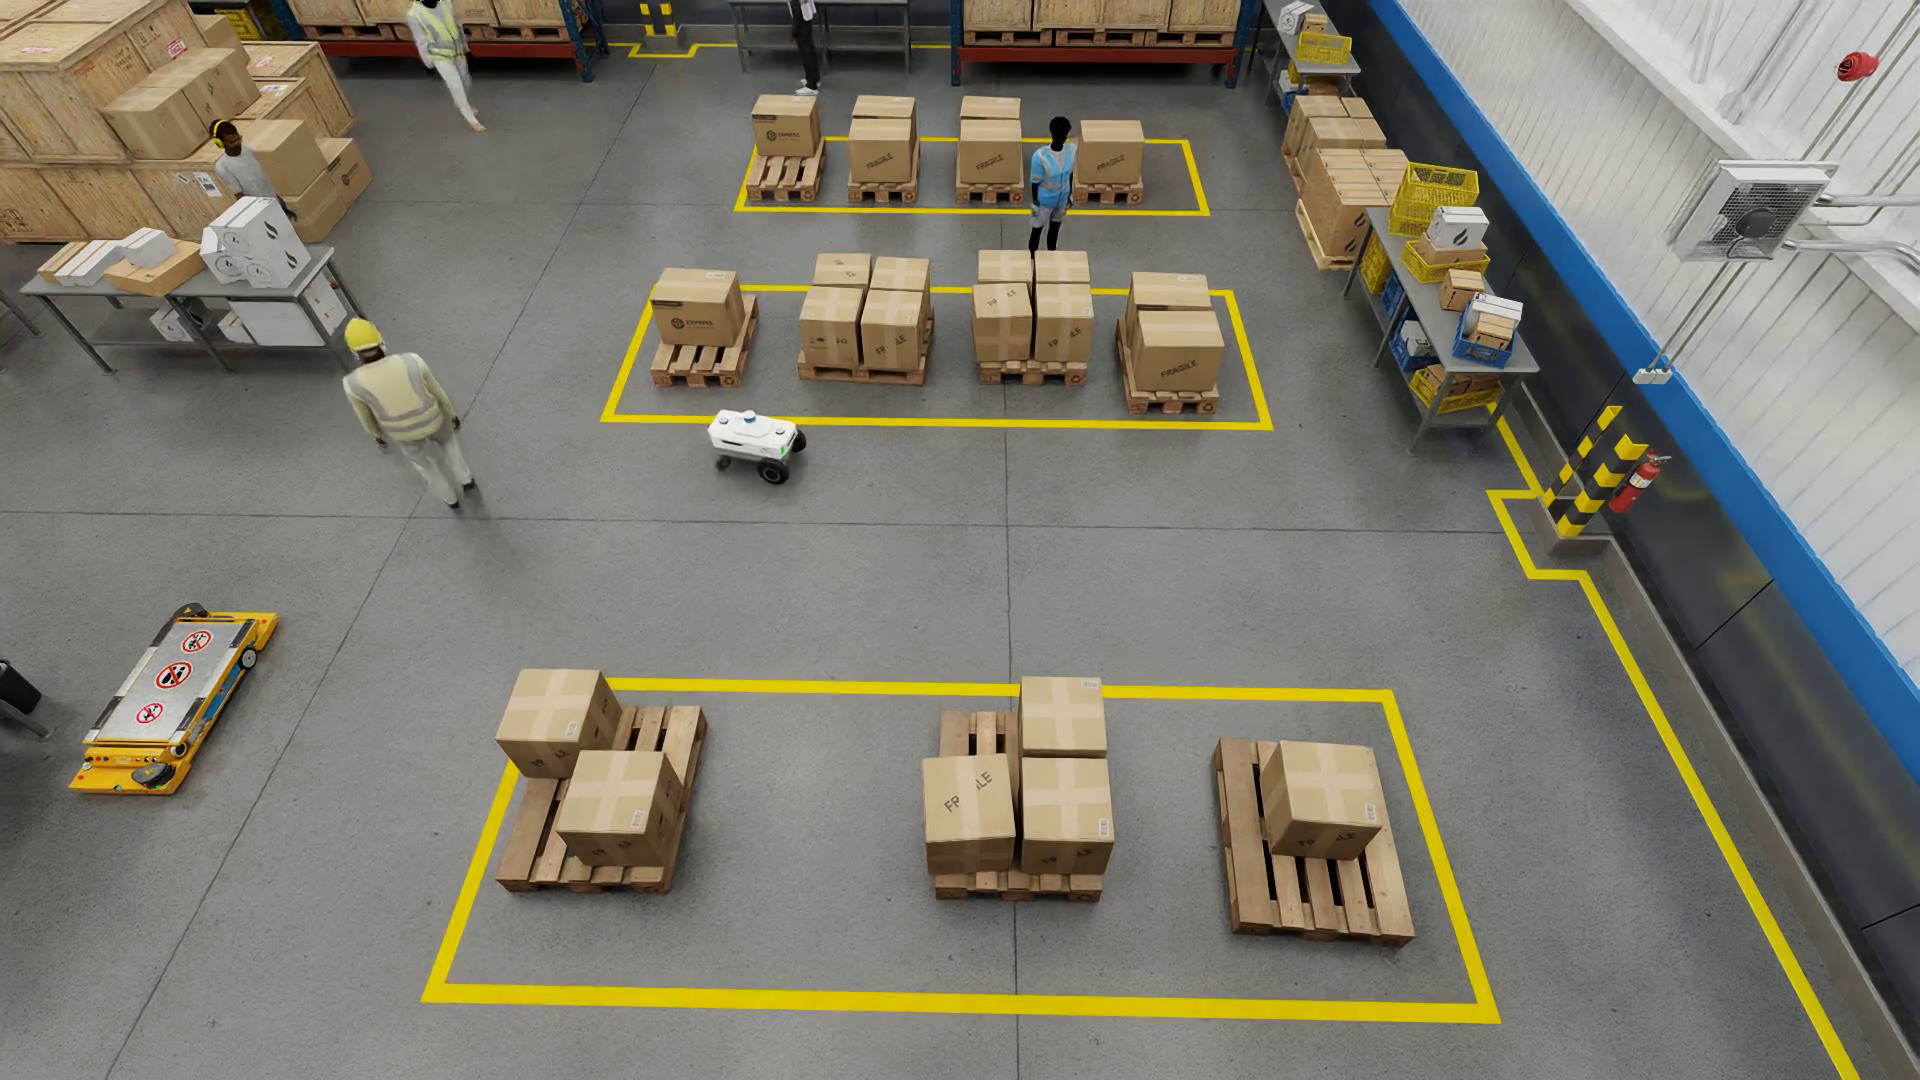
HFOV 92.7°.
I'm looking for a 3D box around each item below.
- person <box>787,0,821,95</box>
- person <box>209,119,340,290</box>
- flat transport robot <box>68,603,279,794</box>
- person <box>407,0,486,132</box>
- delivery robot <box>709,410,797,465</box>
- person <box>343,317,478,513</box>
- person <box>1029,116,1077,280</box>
[{"bbox_3d":[-2.098,-6.938,12.150,0.370,1.915,0.597,6,50,5],"label":"person"},{"bbox_3d":[-6.775,-3.200,9.021,0.327,1.865,0.517,1,50,1],"label":"person"},{"bbox_3d":[-5.504,1.072,6.442,0.652,0.197,1.431,1,50,1],"label":"flat transport robot"},{"bbox_3d":[-6.523,-6.125,11.544,0.701,1.802,0.643,21,53,17],"label":"person"},{"bbox_3d":[-1.771,-0.900,7.867,0.707,0.478,0.477,12,51,10],"label":"delivery robot"},{"bbox_3d":[-4.288,-0.957,7.156,0.615,1.811,0.534,-28,55,-22],"label":"person"},{"bbox_3d":[0.936,-3.490,9.373,0.533,1.698,0.322,-23,53,-18],"label":"person"}]
